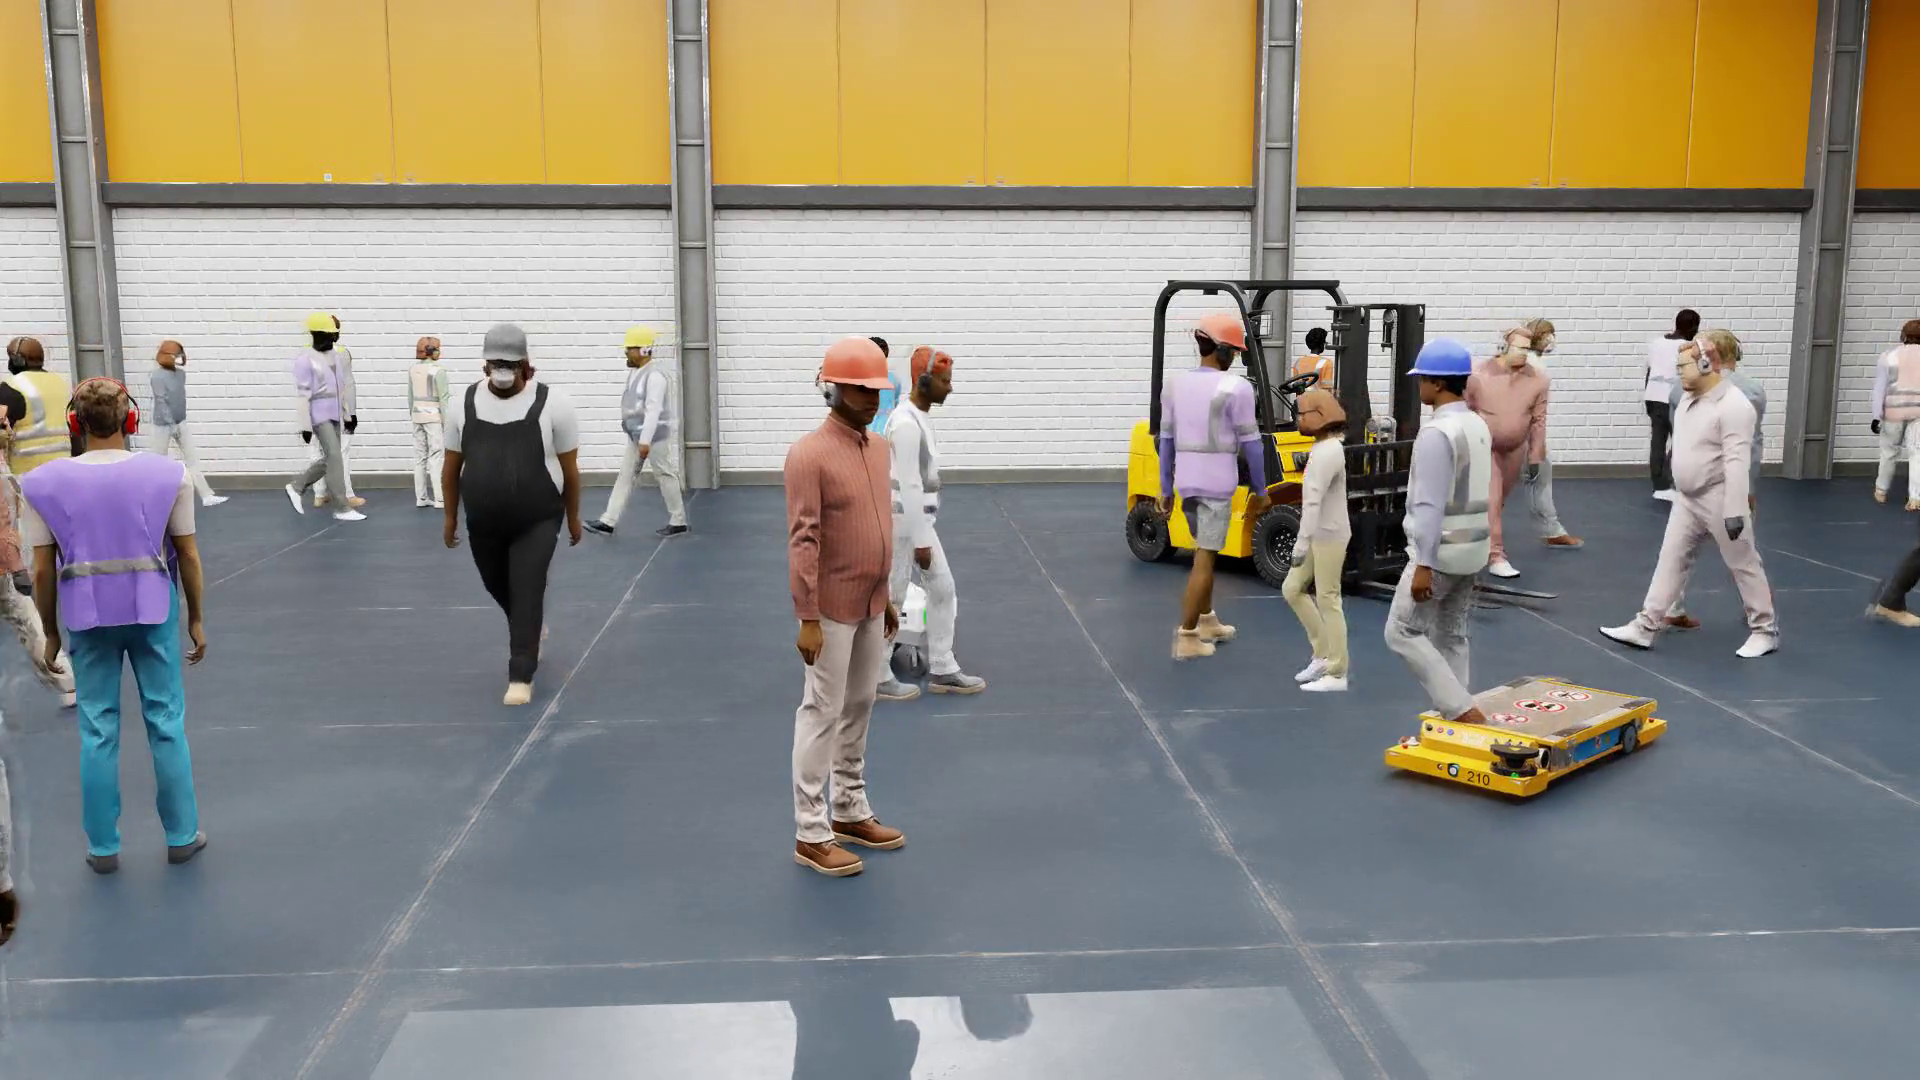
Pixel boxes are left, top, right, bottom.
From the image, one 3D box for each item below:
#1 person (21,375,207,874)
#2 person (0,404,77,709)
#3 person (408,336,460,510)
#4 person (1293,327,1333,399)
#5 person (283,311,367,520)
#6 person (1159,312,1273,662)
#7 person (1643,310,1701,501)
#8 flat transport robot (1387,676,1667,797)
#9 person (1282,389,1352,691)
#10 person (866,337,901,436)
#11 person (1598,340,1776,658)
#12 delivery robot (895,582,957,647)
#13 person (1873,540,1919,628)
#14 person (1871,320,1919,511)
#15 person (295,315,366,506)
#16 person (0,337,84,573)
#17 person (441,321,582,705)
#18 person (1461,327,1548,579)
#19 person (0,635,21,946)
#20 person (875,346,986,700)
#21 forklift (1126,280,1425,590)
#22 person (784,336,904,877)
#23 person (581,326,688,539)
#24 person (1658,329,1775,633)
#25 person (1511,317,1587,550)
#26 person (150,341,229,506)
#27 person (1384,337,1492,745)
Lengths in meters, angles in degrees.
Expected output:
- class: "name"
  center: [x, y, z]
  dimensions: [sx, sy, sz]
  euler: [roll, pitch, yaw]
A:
- class: "person"
  center: [-3.102, 0.319, 6.155]
  dimensions: [0.567, 1.849, 0.389]
  euler: [-4, 10, -24]
- class: "person"
  center: [-4.658, 0.122, 8.164]
  dimensions: [0.855, 1.589, 0.535]
  euler: [-5, 11, -31]
- class: "person"
  center: [-5.023, -1.105, 15.765]
  dimensions: [0.514, 1.636, 0.315]
  euler: [6, 11, 32]
- class: "person"
  center: [3.573, -1.302, 16.831]
  dimensions: [0.320, 1.694, 0.532]
  euler: [-5, 10, -29]
- class: "person"
  center: [-5.792, -1.122, 15.050]
  dimensions: [0.806, 1.901, 0.607]
  euler: [1, 9, 9]
- class: "person"
  center: [1.514, -0.310, 9.649]
  dimensions: [0.825, 2.000, 0.605]
  euler: [-7, 12, -39]
- class: "person"
  center: [6.945, -1.311, 16.319]
  dimensions: [0.416, 1.881, 0.643]
  euler: [-4, 10, -22]
- class: "flat transport robot"
  center: [2.630, 0.870, 7.637]
  dimensions: [1.431, 0.197, 0.652]
  euler: [-9, 13, -44]
- class: "person"
  center: [1.915, 0.012, 8.827]
  dimensions: [0.396, 1.615, 0.528]
  euler: [1, 9, 6]
- class: "person"
  center: [-0.708, -0.872, 14.111]
  dimensions: [0.318, 1.697, 0.535]
  euler: [6, 11, 34]
- class: "person"
  center: [4.303, -0.233, 9.651]
  dimensions: [1.005, 1.834, 0.723]
  euler: [-1, 9, -7]
- class: "delivery robot"
  center: [-0.371, 0.402, 9.392]
  dimensions: [0.707, 0.478, 0.477]
  euler: [6, 11, 34]
- class: "person"
  center: [6.082, -0.284, 10.149]
  dimensions: [0.545, 1.796, 0.938]
  euler: [-5, 10, -29]
- class: "person"
  center: [9.034, -1.194, 15.850]
  dimensions: [0.652, 1.789, 0.979]
  euler: [3, 10, 20]
- class: "person"
  center: [-6.008, -1.228, 15.895]
  dimensions: [0.636, 1.842, 0.429]
  euler: [4, 10, 22]
- class: "person"
  center: [-6.477, -0.530, 11.707]
  dimensions: [0.988, 1.796, 0.618]
  euler: [1, 9, 4]
- class: "person"
  center: [-2.389, -0.217, 8.918]
  dimensions: [0.698, 2.000, 0.997]
  euler: [0, 9, 1]
- class: "person"
  center: [4.004, -0.672, 12.451]
  dimensions: [0.688, 1.843, 0.965]
  euler: [-1, 9, -3]
- class: "person"
  center: [-2.123, 0.723, 3.456]
  dimensions: [0.899, 1.911, 0.551]
  euler: [0, 9, -1]
- class: "person"
  center: [-0.168, -0.063, 8.559]
  dimensions: [0.776, 1.849, 0.628]
  euler: [2, 9, 10]
- class: "forklift"
  center: [2.301, -0.860, 12.475]
  dimensions: [1.214, 2.155, 2.313]
  euler: [-6, 11, -35]
- class: "person"
  center: [-0.412, 0.236, 6.230]
  dimensions: [0.399, 1.989, 0.622]
  euler: [5, 10, 28]
- class: "person"
  center: [-2.694, -0.876, 13.845]
  dimensions: [0.912, 1.781, 0.623]
  euler: [-6, 11, -31]
- class: "person"
  center: [4.745, -0.370, 10.391]
  dimensions: [1.021, 1.876, 0.641]
  euler: [-7, 11, -36]
- class: "person"
  center: [4.521, -0.845, 13.384]
  dimensions: [0.999, 1.891, 0.646]
  euler: [2, 9, 15]
- class: "person"
  center: [-7.367, -1.073, 15.685]
  dimensions: [0.798, 1.594, 0.517]
  euler: [2, 9, 13]
- class: "person"
  center: [2.173, 0.058, 7.505]
  dimensions: [0.426, 1.935, 0.640]
  euler: [7, 11, 37]
